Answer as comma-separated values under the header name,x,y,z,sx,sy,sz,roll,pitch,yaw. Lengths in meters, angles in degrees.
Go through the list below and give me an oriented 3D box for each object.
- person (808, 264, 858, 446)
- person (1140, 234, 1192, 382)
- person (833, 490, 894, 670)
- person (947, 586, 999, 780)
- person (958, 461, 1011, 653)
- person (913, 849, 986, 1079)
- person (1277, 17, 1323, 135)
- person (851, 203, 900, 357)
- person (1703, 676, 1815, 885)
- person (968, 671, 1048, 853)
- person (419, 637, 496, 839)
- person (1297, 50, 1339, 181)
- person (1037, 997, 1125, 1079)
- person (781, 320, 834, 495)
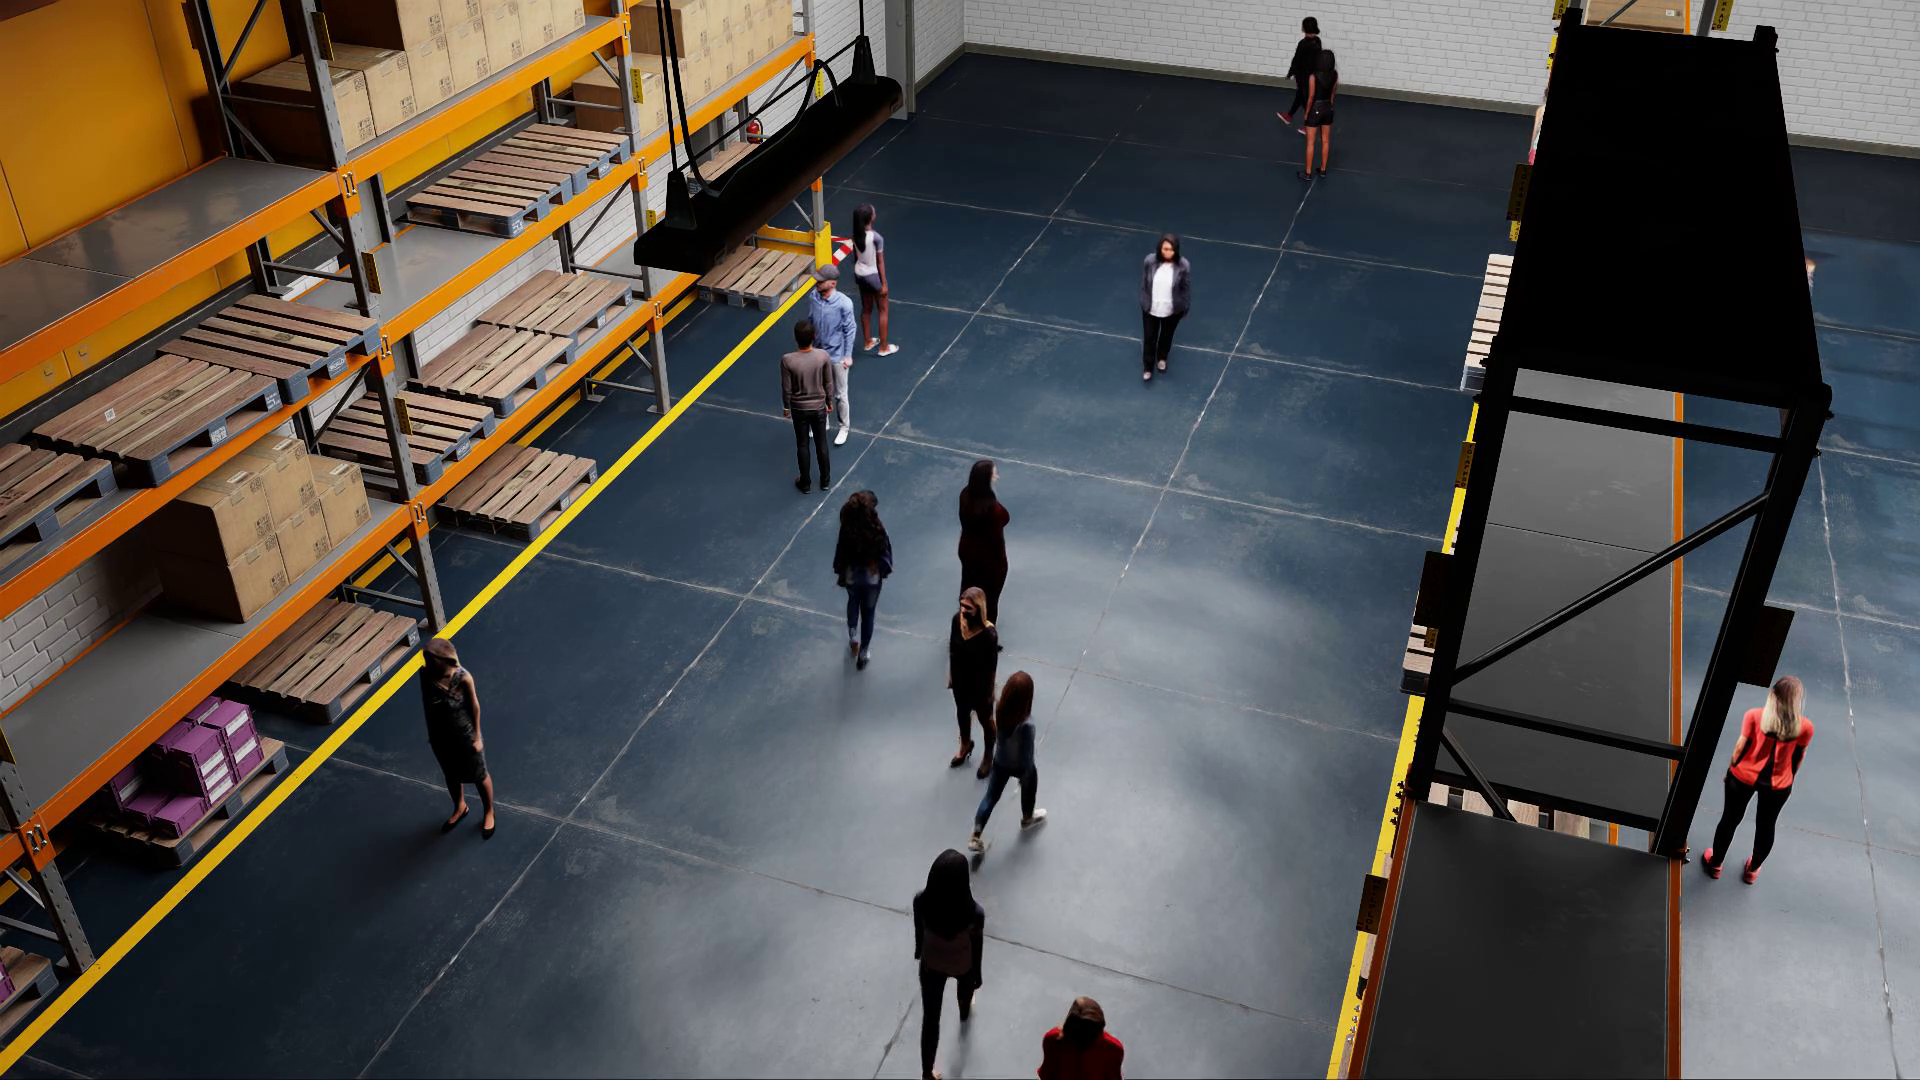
name,x,y,z,sx,sy,sz,roll,pitch,yaw
person,-1.272,-1.854,16.366,0.680,1.886,0.619,17,37,24
person,2.156,-2.508,17.634,0.815,1.572,0.995,4,34,6
person,-0.794,0.349,13.297,0.656,1.613,0.641,6,34,8
person,0.106,1.032,12.215,0.606,1.675,0.576,23,40,31
person,0.174,0.129,13.500,0.812,1.757,0.770,-18,38,-25
person,-0.099,2.566,9.916,0.699,1.665,1.130,7,34,10
person,4.988,-6.579,23.695,1.014,1.642,0.959,-26,41,-33
person,-1.009,-2.799,17.938,0.746,1.720,0.755,27,42,35
person,5.437,1.628,11.301,0.582,1.694,0.520,11,35,15
person,0.315,1.577,11.595,0.851,1.453,1.072,28,43,35
person,-3.536,1.355,11.704,0.577,1.703,0.512,9,35,13
person,4.814,-5.706,22.292,0.657,1.741,0.716,-14,36,-20
person,0.667,3.043,9.170,0.715,1.696,0.847,4,34,7
person,-1.418,-1.248,15.560,0.736,1.769,0.712,8,34,12
